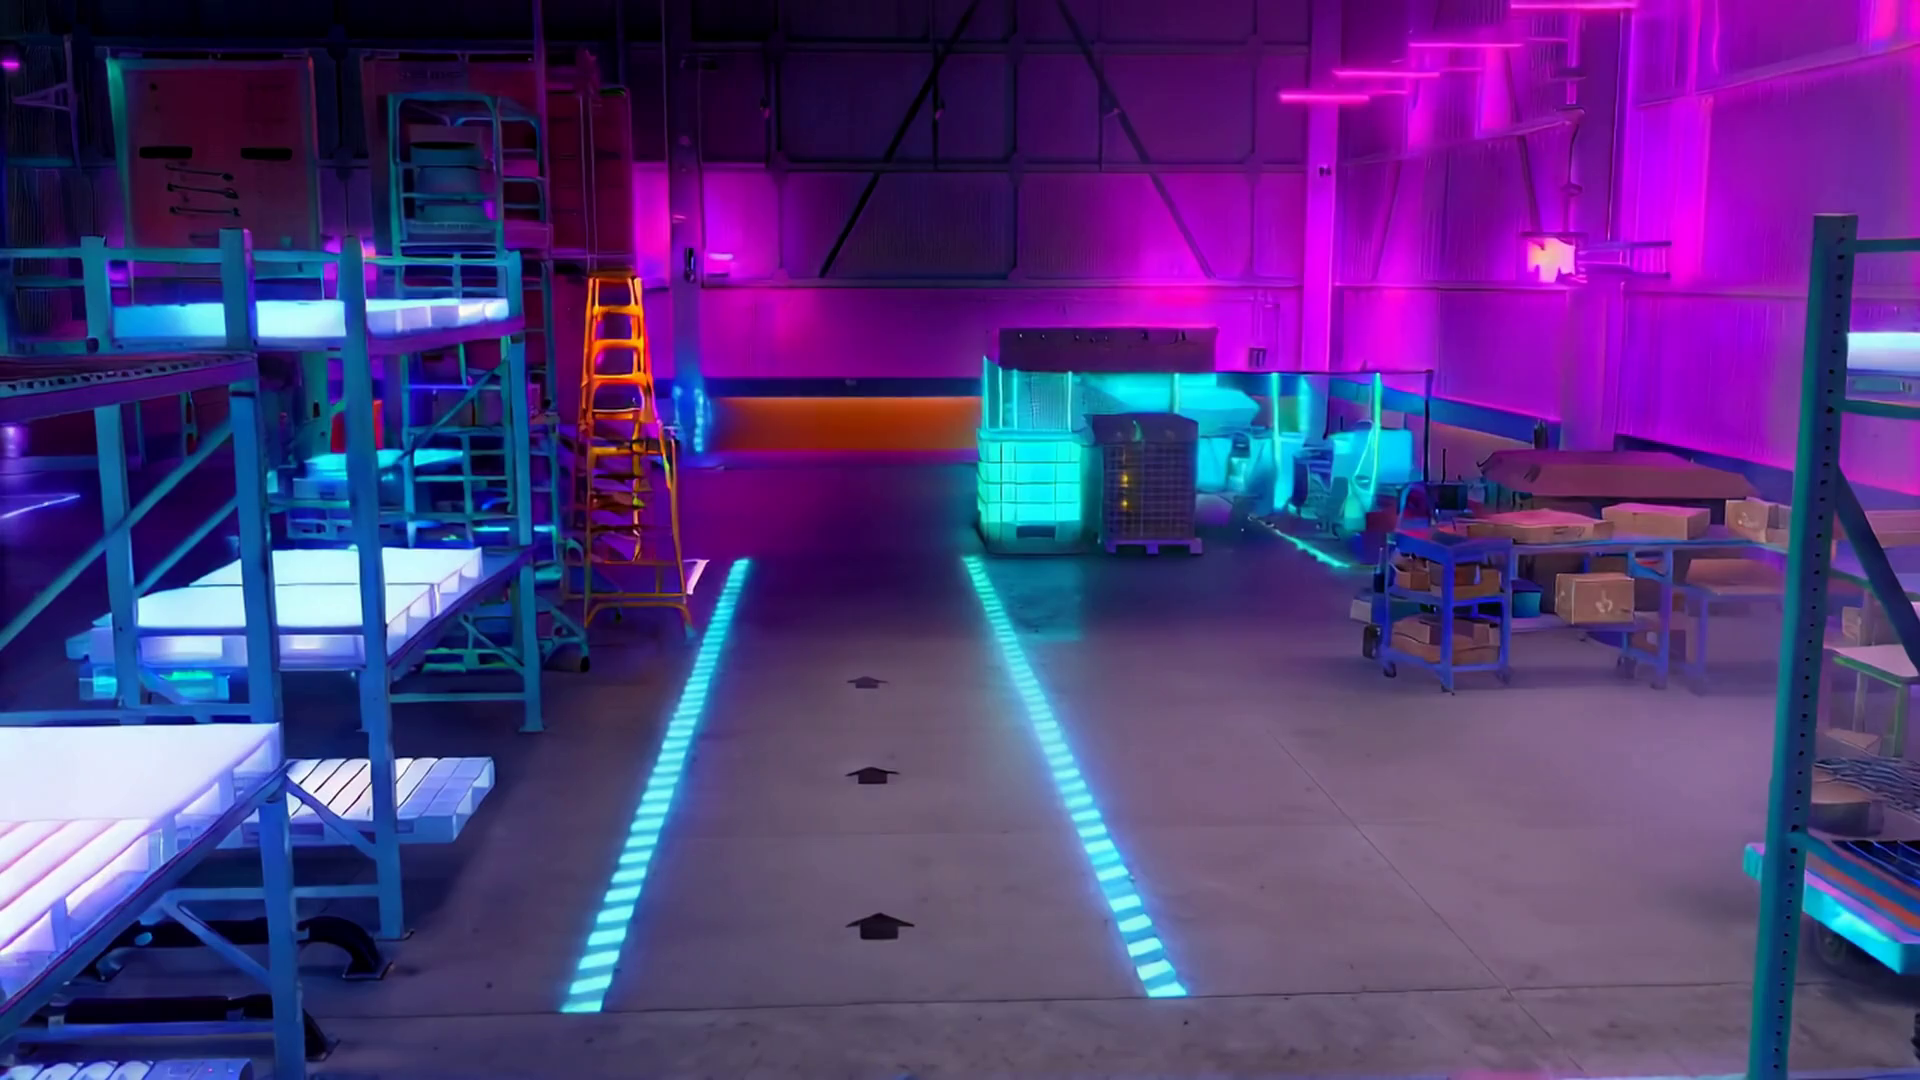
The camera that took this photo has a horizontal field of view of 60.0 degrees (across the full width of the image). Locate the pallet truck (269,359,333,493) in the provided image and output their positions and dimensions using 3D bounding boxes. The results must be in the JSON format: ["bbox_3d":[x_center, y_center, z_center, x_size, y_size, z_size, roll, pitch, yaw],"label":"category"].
[{"bbox_3d":[-7.062,-1.131,18.996,1.885,1.965,0.823,2,9,13],"label":"pallet truck"}]
